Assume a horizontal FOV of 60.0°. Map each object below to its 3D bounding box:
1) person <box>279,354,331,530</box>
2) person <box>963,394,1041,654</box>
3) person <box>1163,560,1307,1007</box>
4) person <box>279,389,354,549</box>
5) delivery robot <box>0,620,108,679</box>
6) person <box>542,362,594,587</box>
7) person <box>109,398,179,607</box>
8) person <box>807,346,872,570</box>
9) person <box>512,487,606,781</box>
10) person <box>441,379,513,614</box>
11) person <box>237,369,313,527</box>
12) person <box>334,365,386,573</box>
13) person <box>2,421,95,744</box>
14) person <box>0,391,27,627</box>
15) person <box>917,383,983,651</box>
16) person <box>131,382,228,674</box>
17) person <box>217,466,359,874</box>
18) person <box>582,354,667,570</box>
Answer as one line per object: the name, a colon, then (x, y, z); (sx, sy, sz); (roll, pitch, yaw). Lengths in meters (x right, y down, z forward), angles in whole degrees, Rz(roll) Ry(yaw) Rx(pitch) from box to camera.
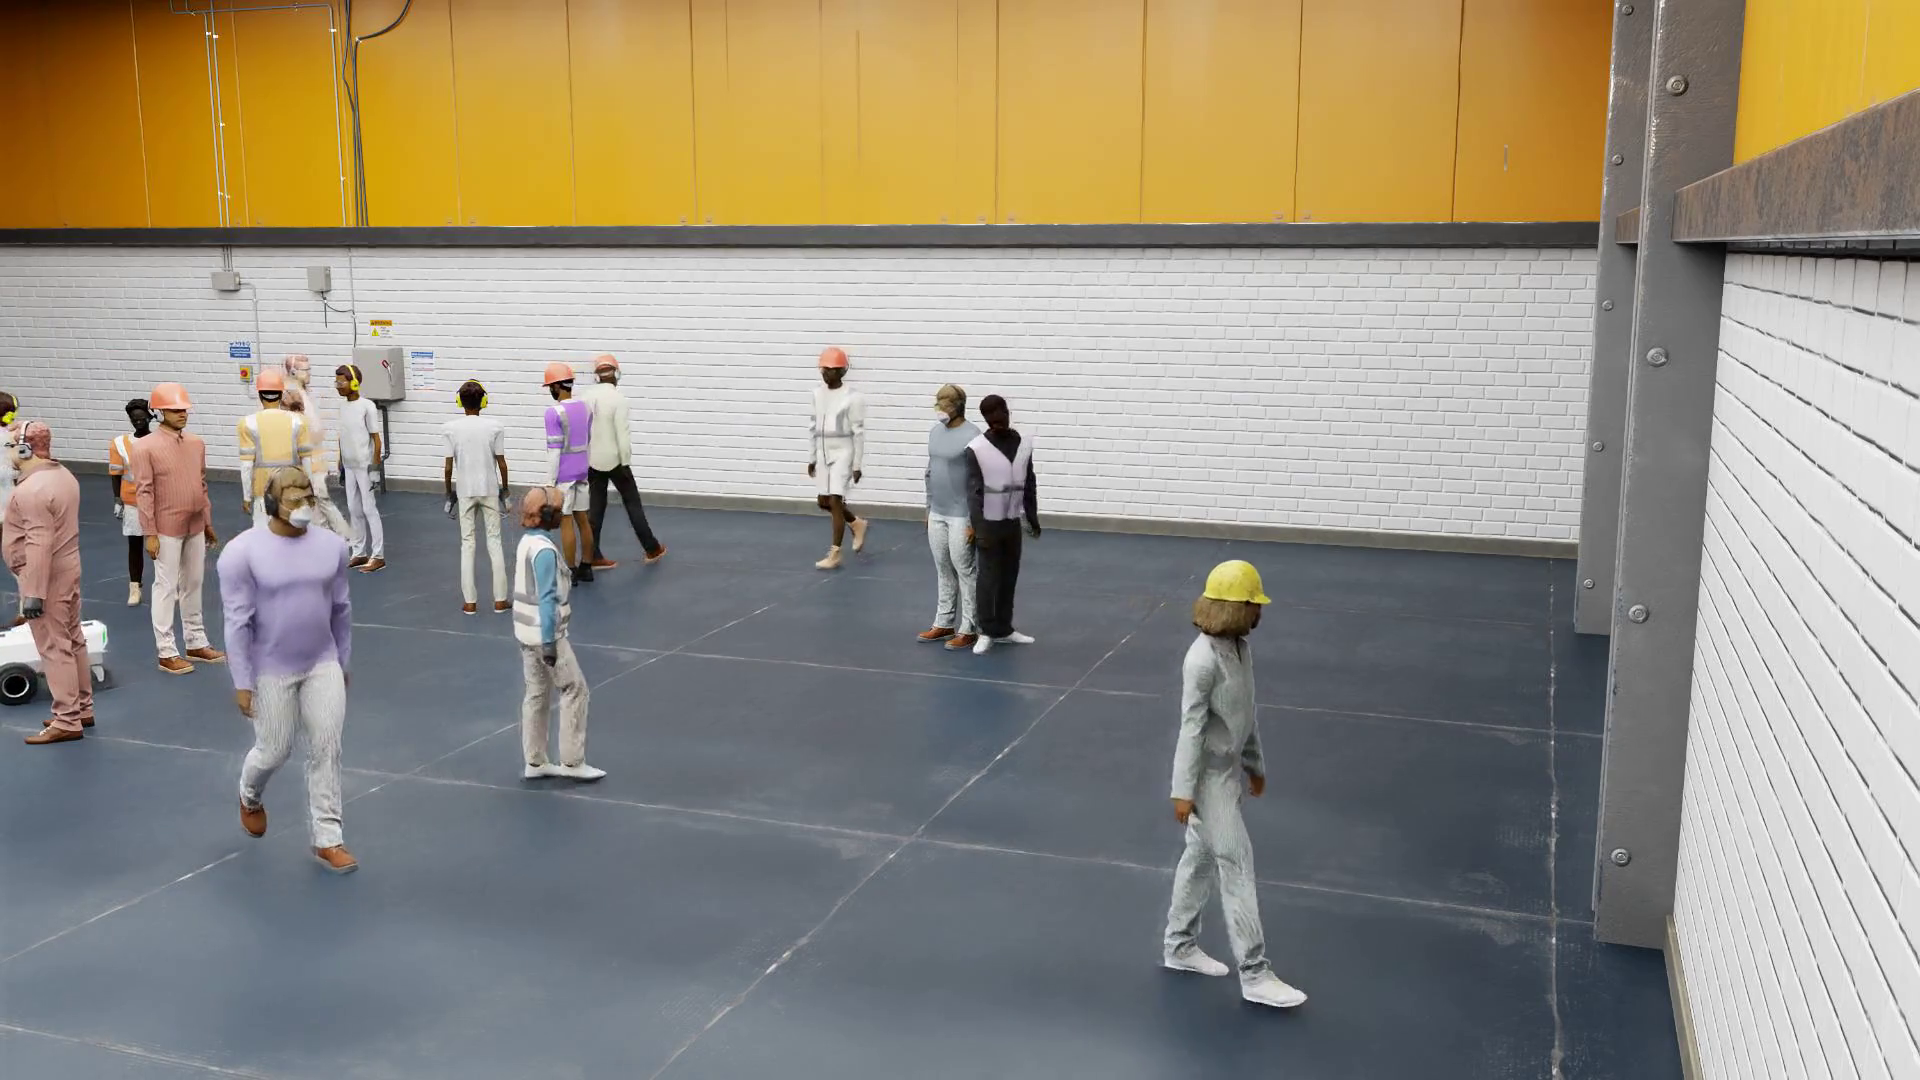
person: (-6.485, -0.877, 16.236); (0.883, 1.876, 0.651); (0, 10, 0)
person: (0.279, -0.121, 11.980); (0.663, 1.878, 0.392); (-9, 13, -40)
person: (1.109, 0.935, 6.459); (0.734, 1.717, 0.514); (5, 11, 27)
person: (-6.194, -0.651, 15.786); (0.852, 1.575, 0.554); (-4, 11, -20)
delivery robot: (-5.972, 0.690, 10.855); (0.707, 0.478, 0.477); (-8, 13, -39)
person: (-3.384, -0.559, 14.281); (0.366, 1.931, 0.542); (5, 11, 24)
person: (-6.595, -0.307, 13.513); (0.538, 1.695, 0.320); (-4, 11, -23)
person: (-1.077, -0.764, 15.161); (0.616, 2.028, 0.735); (8, 13, 40)
person: (-2.169, 0.514, 9.060); (0.519, 1.622, 0.547); (-5, 11, -26)
person: (-3.836, -0.341, 13.218); (0.521, 1.874, 0.328); (-2, 10, -12)
person: (-5.506, -0.408, 13.412); (0.552, 1.935, 0.374); (-6, 12, -31)
person: (-5.401, -0.639, 14.918); (0.530, 1.864, 0.313); (6, 12, 32)
person: (-5.409, 0.245, 9.821); (0.403, 1.906, 0.652); (-2, 10, -12)
person: (-7.248, -0.192, 12.505); (0.347, 1.832, 0.584); (8, 13, 37)
person: (-0.050, -0.173, 12.088); (0.372, 1.939, 0.631); (-8, 13, -38)
person: (-5.384, -0.091, 11.463); (0.382, 1.995, 0.612); (3, 11, 17)
person: (-3.172, 0.591, 7.833); (0.759, 1.922, 0.632); (9, 14, 43)
person: (-3.132, -0.712, 15.151); (0.638, 1.927, 0.887); (7, 12, 33)
